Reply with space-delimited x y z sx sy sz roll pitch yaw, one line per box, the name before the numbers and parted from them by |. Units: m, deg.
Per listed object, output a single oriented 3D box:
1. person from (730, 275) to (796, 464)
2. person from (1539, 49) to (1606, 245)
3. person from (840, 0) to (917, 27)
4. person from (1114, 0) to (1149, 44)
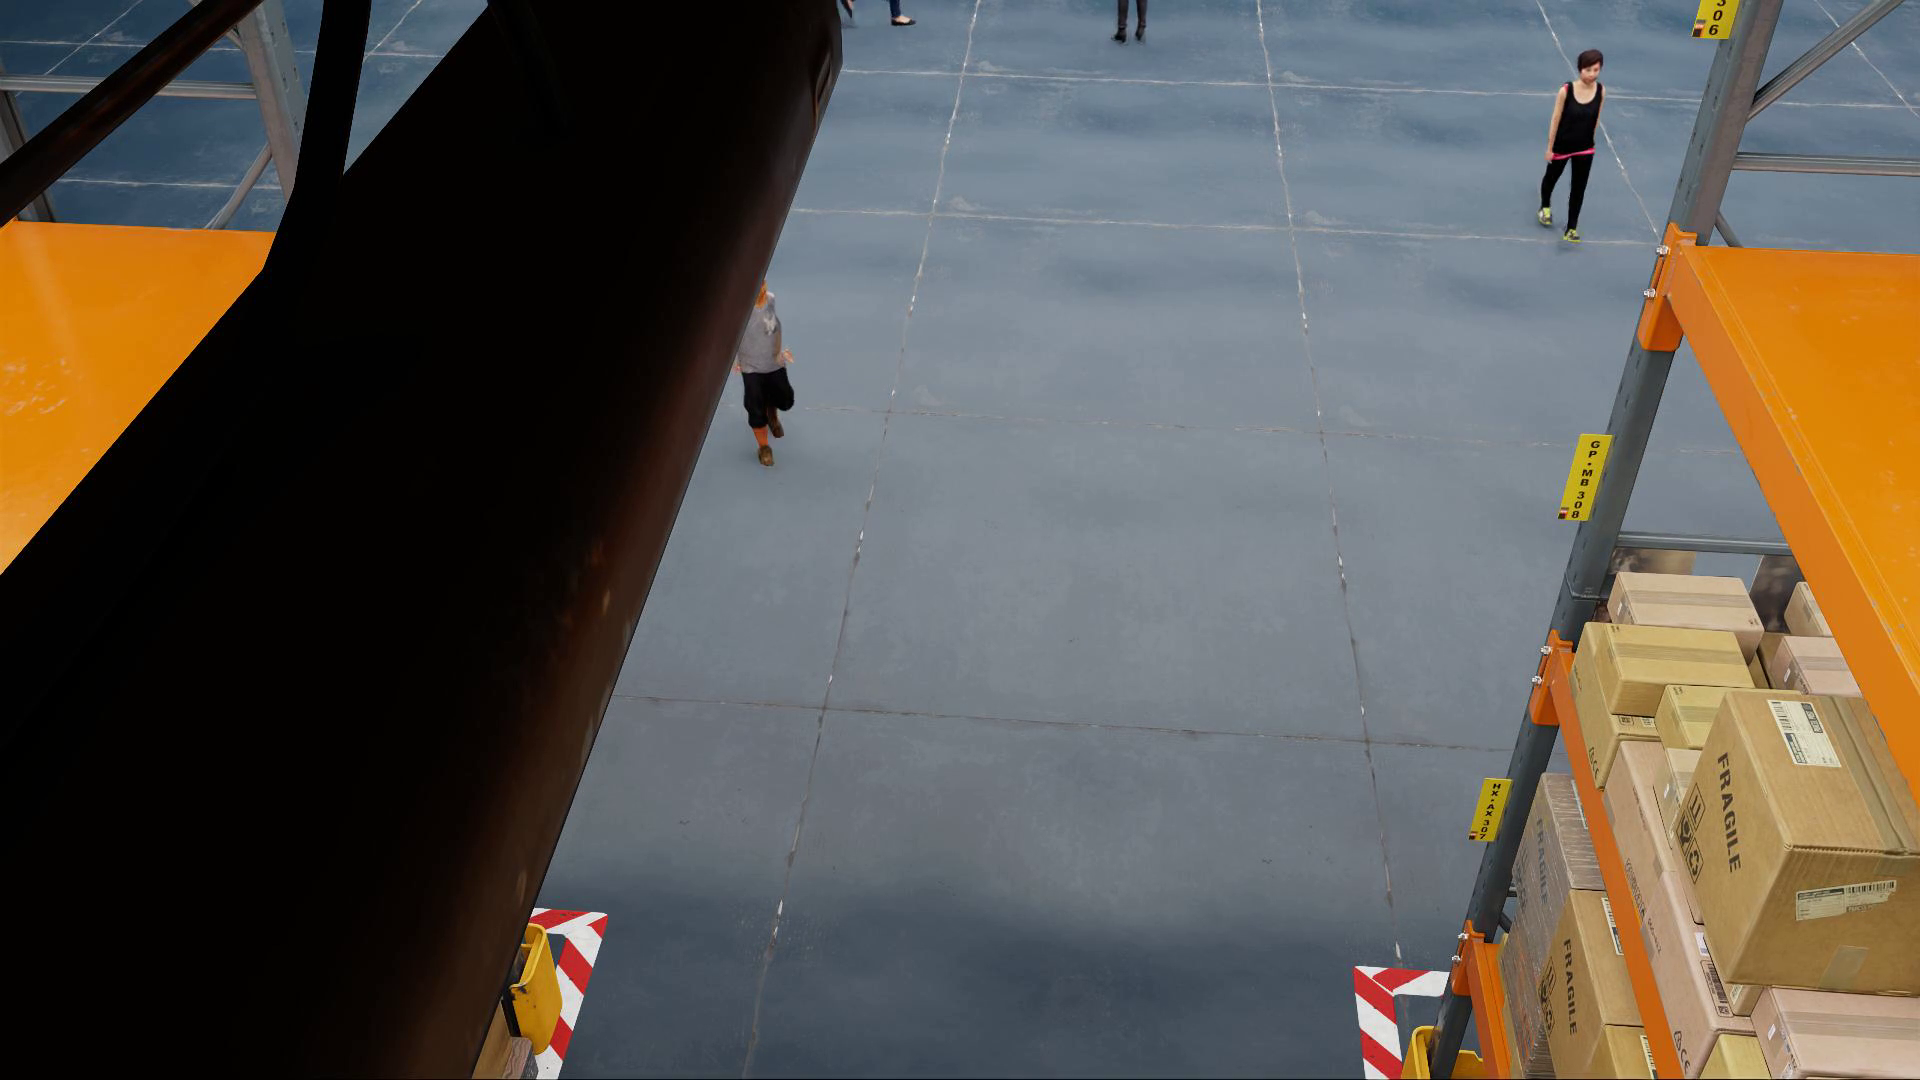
person | -1.324 -1.238 10.904 0.759 1.448 0.857 -12 40 -15
person | 4.889 -3.212 13.372 0.578 1.517 0.955 1 38 1
person | -0.852 -6.024 16.820 0.753 1.697 0.969 -3 38 -4
person | 1.729 -5.776 16.592 0.642 1.588 0.567 -7 39 -8
